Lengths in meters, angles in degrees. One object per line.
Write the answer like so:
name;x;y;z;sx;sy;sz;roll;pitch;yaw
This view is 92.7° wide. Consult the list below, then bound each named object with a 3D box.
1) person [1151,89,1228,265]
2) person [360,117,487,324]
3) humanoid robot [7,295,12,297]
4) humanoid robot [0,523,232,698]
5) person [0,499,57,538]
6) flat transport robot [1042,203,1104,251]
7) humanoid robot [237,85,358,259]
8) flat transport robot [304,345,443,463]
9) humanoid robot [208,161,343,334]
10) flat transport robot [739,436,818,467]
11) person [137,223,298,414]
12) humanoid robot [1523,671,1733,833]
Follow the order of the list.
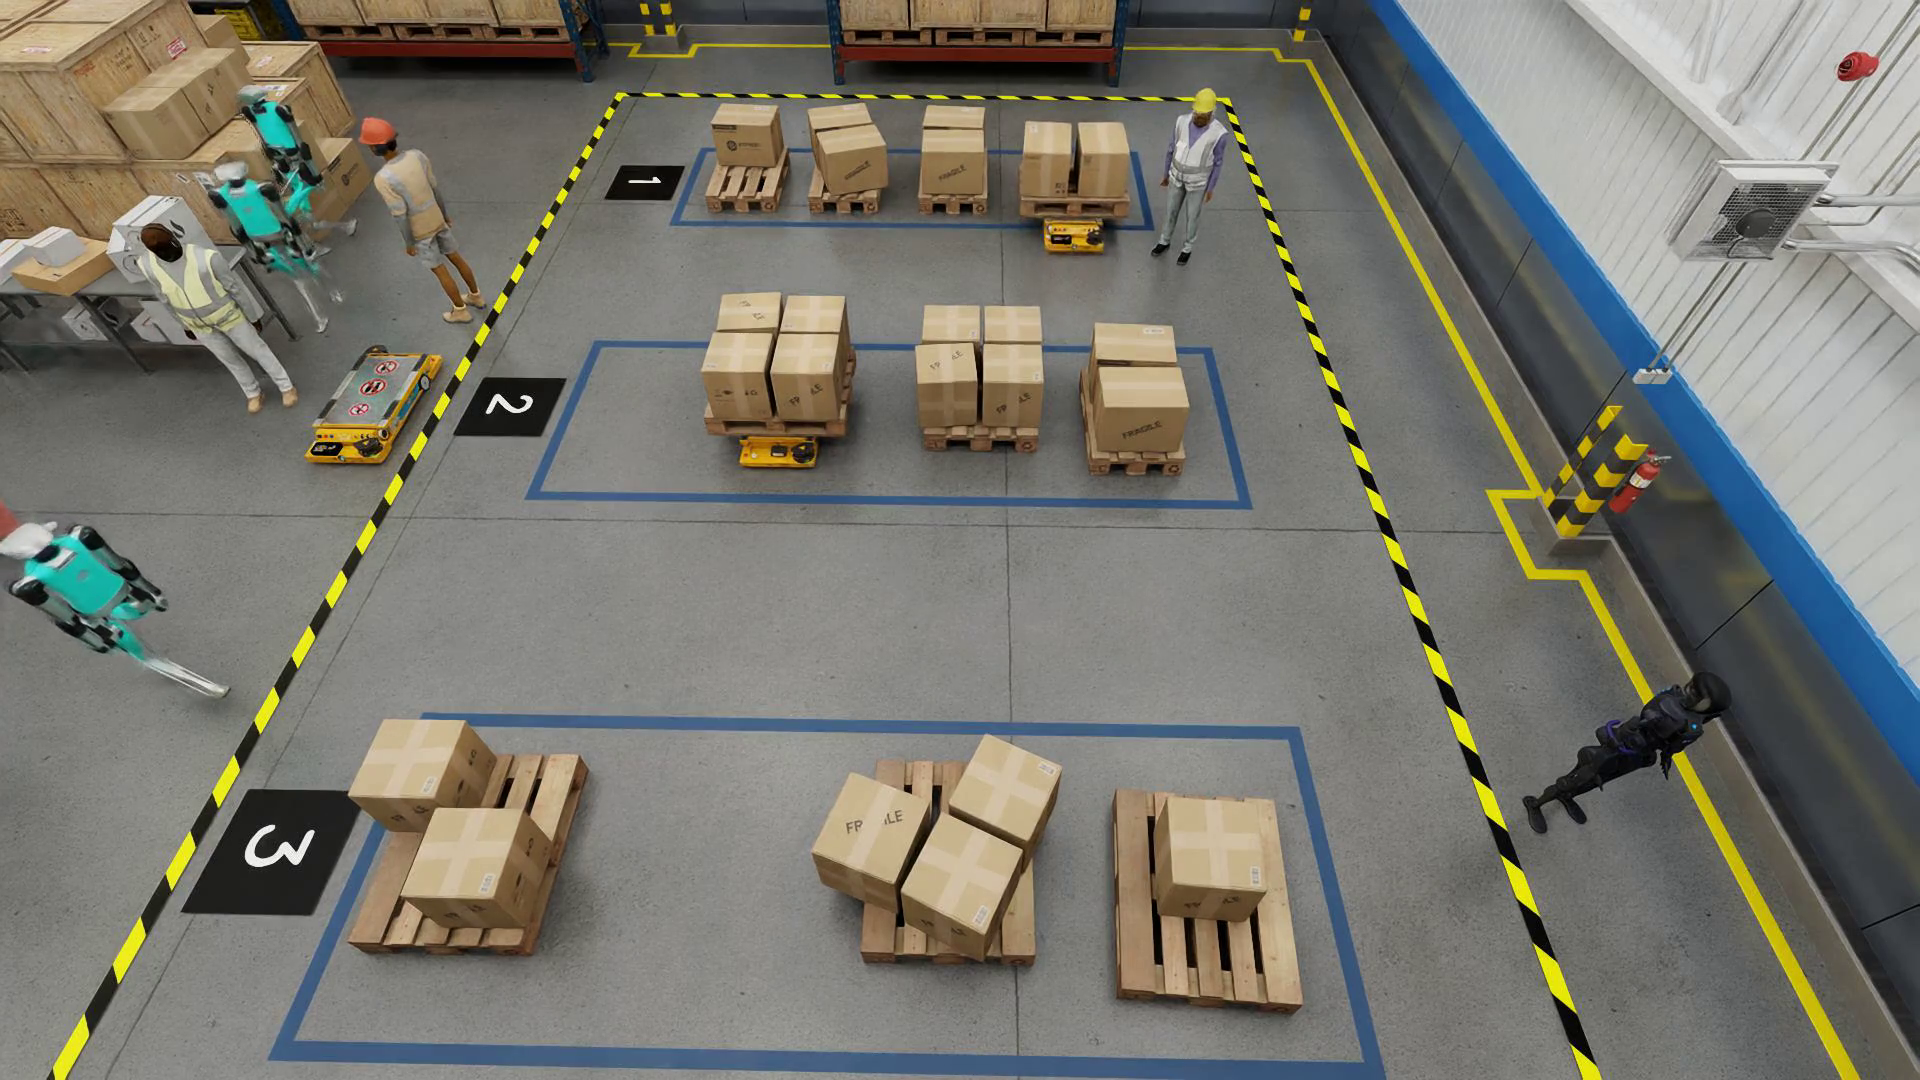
person;2.374;-3.749;9.514;0.601;1.829;0.404;29;56;22
person;-5.127;-3.010;8.754;0.373;2.042;0.613;12;51;10
humanoid robot;-10.288;-3.032;8.980;0.933;1.781;0.536;-5;50;-5
humanoid robot;-5.584;0.487;5.997;1.046;1.737;0.558;11;51;9
person;-7.502;-0.562;6.767;0.587;1.912;0.393;27;55;21
flat transport robot;1.279;-3.814;10.576;0.652;0.197;1.431;1;50;1
humanoid robot;-7.045;-3.716;9.577;0.572;1.749;1.048;9;50;7
flat transport robot;-5.383;-1.269;8.441;0.659;0.231;1.431;1;50;1
humanoid robot;-6.518;-2.863;8.890;0.553;1.878;0.776;-15;51;-12
flat transport robot;-1.582;-1.235;8.394;0.652;0.197;1.431;1;50;1
person;-6.438;-1.909;7.961;0.631;1.834;0.429;-12;51;-10
humanoid robot;3.920;1.256;5.371;0.599;1.657;0.315;-7;50;-6
